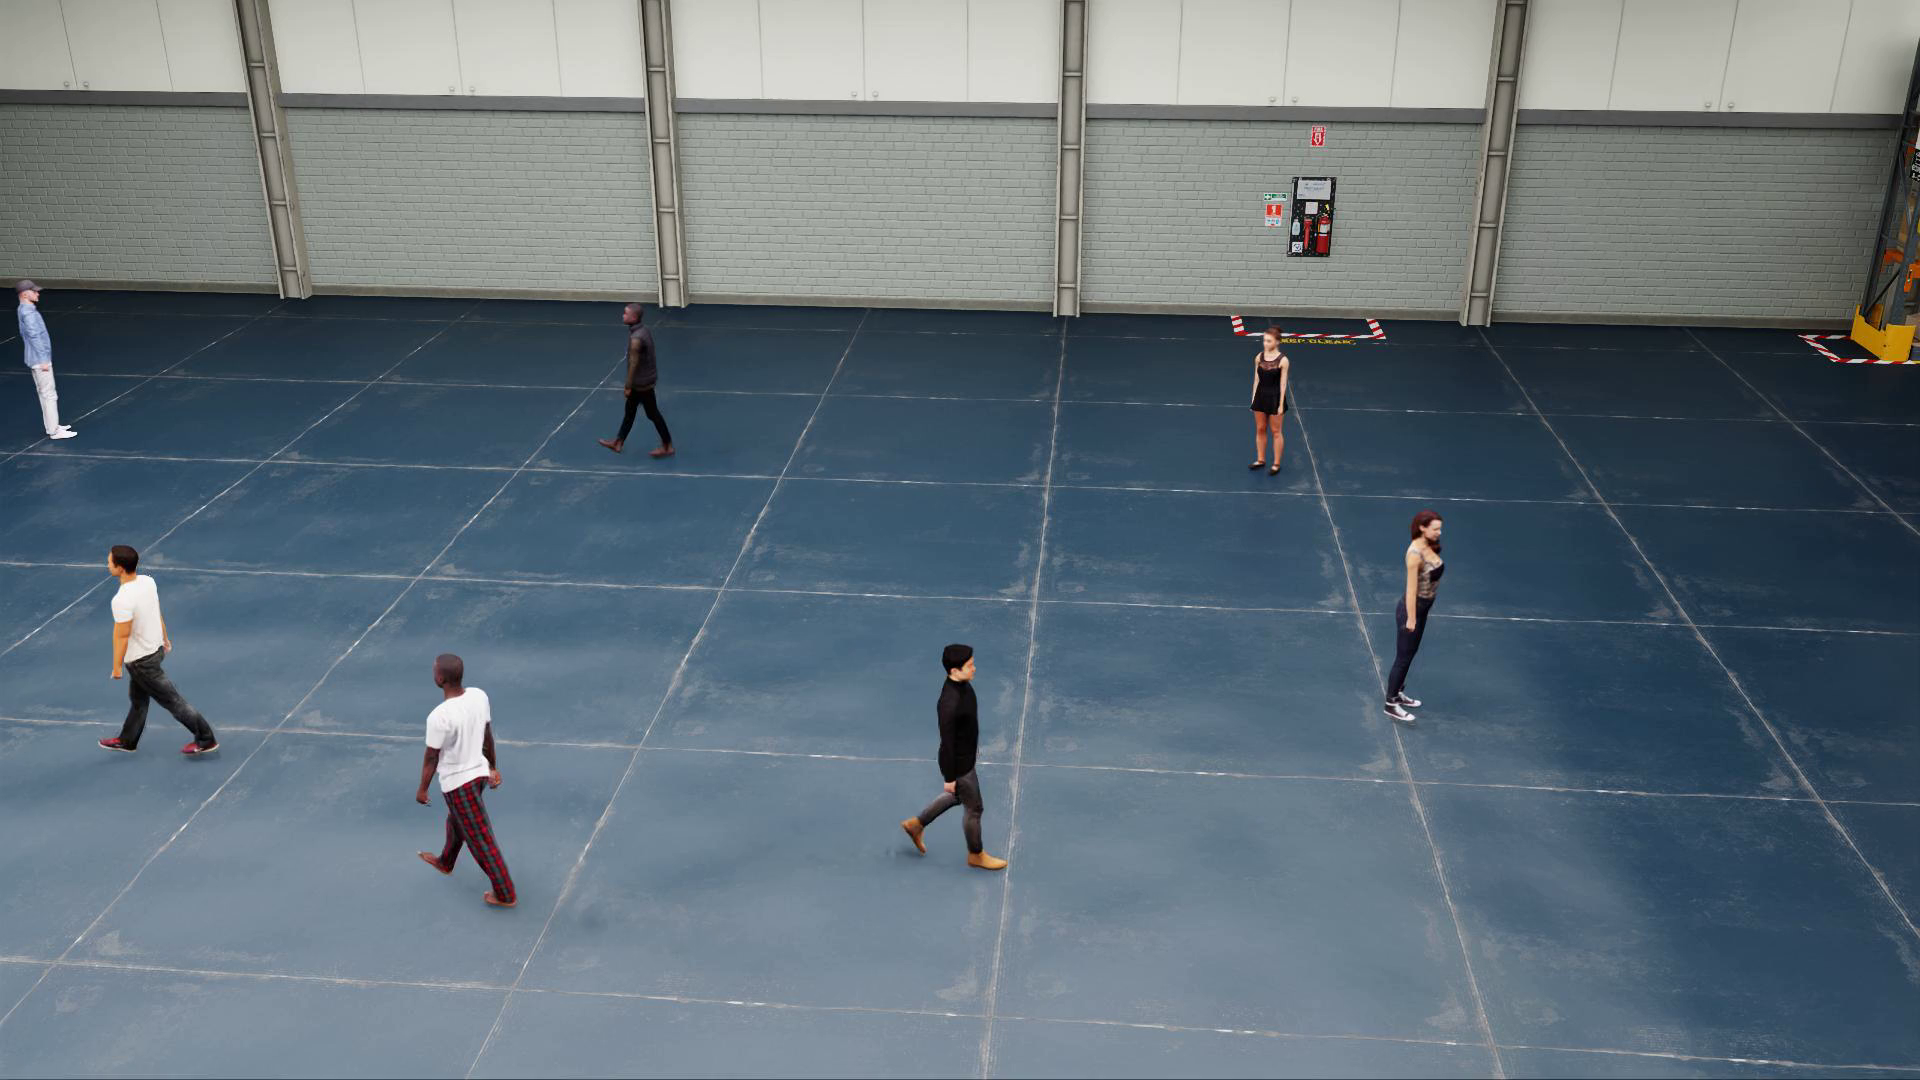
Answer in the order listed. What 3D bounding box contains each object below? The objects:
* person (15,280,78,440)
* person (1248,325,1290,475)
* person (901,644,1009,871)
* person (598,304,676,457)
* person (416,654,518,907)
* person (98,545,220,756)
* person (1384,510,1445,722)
[{"bbox_3d":[-10.851,-2.130,19.596,0.790,1.883,0.744,-16,28,-33],"label":"person"},{"bbox_3d":[3.460,-1.567,18.534,0.668,1.678,0.748,19,30,38],"label":"person"},{"bbox_3d":[-0.067,1.471,11.360,0.965,1.701,0.637,2,23,5],"label":"person"},{"bbox_3d":[-3.517,-1.780,18.883,1.173,1.796,0.897,-3,23,-7],"label":"person"},{"bbox_3d":[-3.166,1.619,10.890,1.147,1.795,0.843,8,24,18],"label":"person"},{"bbox_3d":[-6.110,0.889,12.658,1.192,1.756,0.784,-2,23,-4],"label":"person"},{"bbox_3d":[3.643,0.579,13.371,0.681,1.769,0.689,12,26,26],"label":"person"}]
